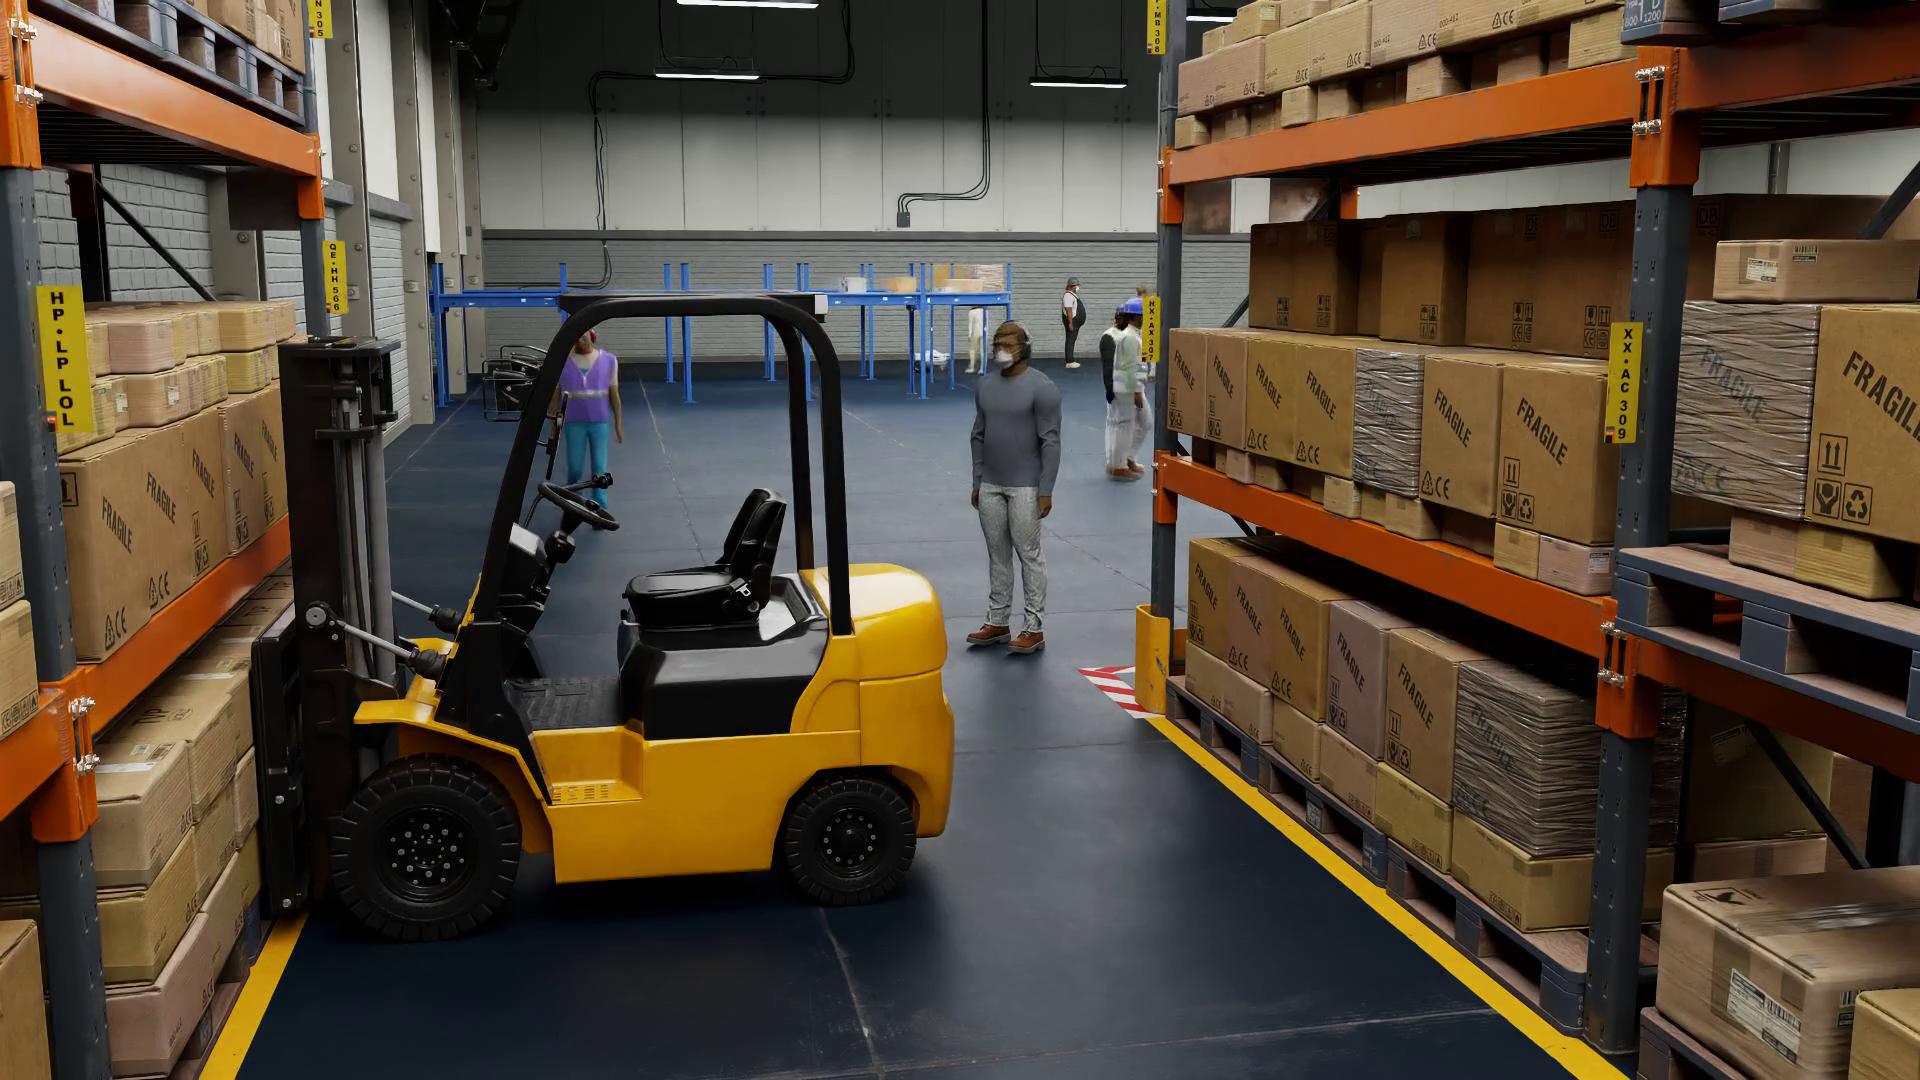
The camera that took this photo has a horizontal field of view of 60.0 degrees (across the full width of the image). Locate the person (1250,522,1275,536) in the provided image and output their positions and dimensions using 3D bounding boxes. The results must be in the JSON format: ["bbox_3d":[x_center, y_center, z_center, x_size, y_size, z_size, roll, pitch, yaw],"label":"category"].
[{"bbox_3d":[1.957,-0.407,10.024,0.605,2.043,0.376,4,10,25],"label":"person"}]

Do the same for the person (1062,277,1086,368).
[{"bbox_3d":[2.573,-4.888,37.472,0.539,2.000,0.688,1,9,9],"label":"person"}]

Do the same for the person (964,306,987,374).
[{"bbox_3d":[0.330,-4.311,35.113,0.542,1.598,0.707,-7,11,-36],"label":"person"}]

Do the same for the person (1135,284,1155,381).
[{"bbox_3d":[3.570,-4.122,33.084,0.872,1.905,0.644,7,11,35],"label":"person"}]

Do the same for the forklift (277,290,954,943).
[{"bbox_3d":[-1.179,0.175,6.143,2.313,2.155,1.214,-2,10,-12],"label":"forklift"}]

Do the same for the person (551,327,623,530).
[{"bbox_3d":[-3.229,-1.016,14.400,0.594,1.824,0.477,-2,10,-12],"label":"person"}]

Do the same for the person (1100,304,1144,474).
[{"bbox_3d":[1.817,-1.669,18.329,0.429,1.844,0.627,9,13,43],"label":"person"}]

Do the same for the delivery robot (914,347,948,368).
[{"bbox_3d":[-0.613,-3.913,35.762,0.707,0.478,0.477,2,10,13],"label":"delivery robot"}]

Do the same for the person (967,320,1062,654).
[{"bbox_3d":[0.304,-0.315,9.772,0.636,1.938,0.358,9,13,43],"label":"person"}]

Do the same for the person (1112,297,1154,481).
[{"bbox_3d":[1.829,-1.587,17.571,0.465,1.930,0.632,2,10,14],"label":"person"}]
